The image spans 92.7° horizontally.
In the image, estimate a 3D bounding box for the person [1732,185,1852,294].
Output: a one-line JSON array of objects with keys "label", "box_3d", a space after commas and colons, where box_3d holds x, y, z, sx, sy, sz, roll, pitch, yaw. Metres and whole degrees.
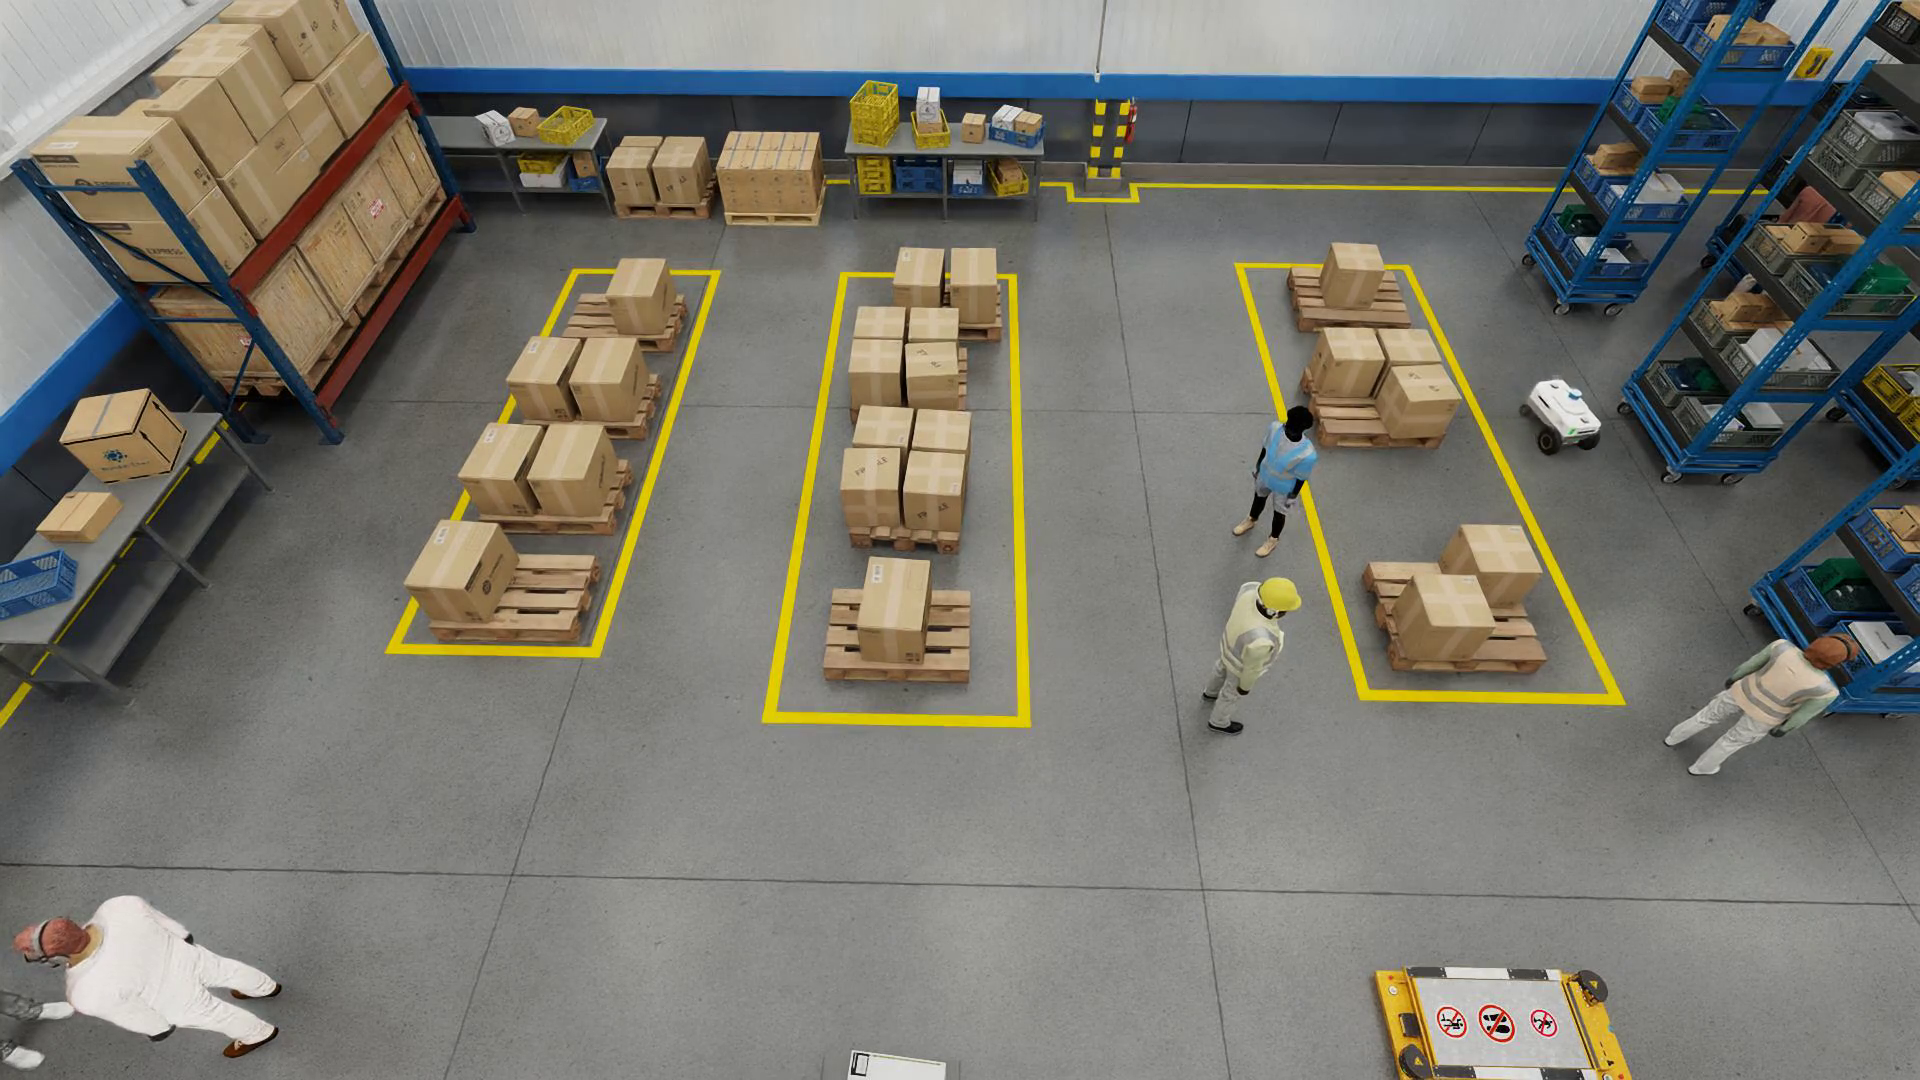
[{"label": "person", "box_3d": [9.080, -3.168, 9.959, 0.412, 1.980, 0.625, -20, 54, -15]}]

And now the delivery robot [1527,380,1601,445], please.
[{"label": "delivery robot", "box_3d": [6.133, -1.317, 9.302, 0.477, 0.478, 0.707, -7, 51, -6]}]

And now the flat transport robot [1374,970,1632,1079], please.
[{"label": "flat transport robot", "box_3d": [3.501, 3.133, 5.914, 1.431, 0.197, 0.652, 1, 51, 1]}]

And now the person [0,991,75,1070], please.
[{"label": "person", "box_3d": [-6.067, 2.652, 5.260, 0.402, 1.910, 0.597, 1, 51, 1]}]

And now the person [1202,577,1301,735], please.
[{"label": "person", "box_3d": [2.122, 0.850, 6.784, 0.403, 1.824, 0.584, 3, 51, 2]}]

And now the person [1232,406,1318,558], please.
[{"label": "person", "box_3d": [2.770, -0.524, 7.987, 0.322, 1.691, 0.532, -25, 55, -19]}]

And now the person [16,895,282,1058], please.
[{"label": "person", "box_3d": [-4.647, 2.565, 5.329, 0.411, 1.909, 0.643, -14, 52, -11]}]

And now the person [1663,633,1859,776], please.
[{"label": "person", "box_3d": [5.765, 1.188, 6.628, 0.314, 1.632, 0.521, -13, 52, -10]}]
